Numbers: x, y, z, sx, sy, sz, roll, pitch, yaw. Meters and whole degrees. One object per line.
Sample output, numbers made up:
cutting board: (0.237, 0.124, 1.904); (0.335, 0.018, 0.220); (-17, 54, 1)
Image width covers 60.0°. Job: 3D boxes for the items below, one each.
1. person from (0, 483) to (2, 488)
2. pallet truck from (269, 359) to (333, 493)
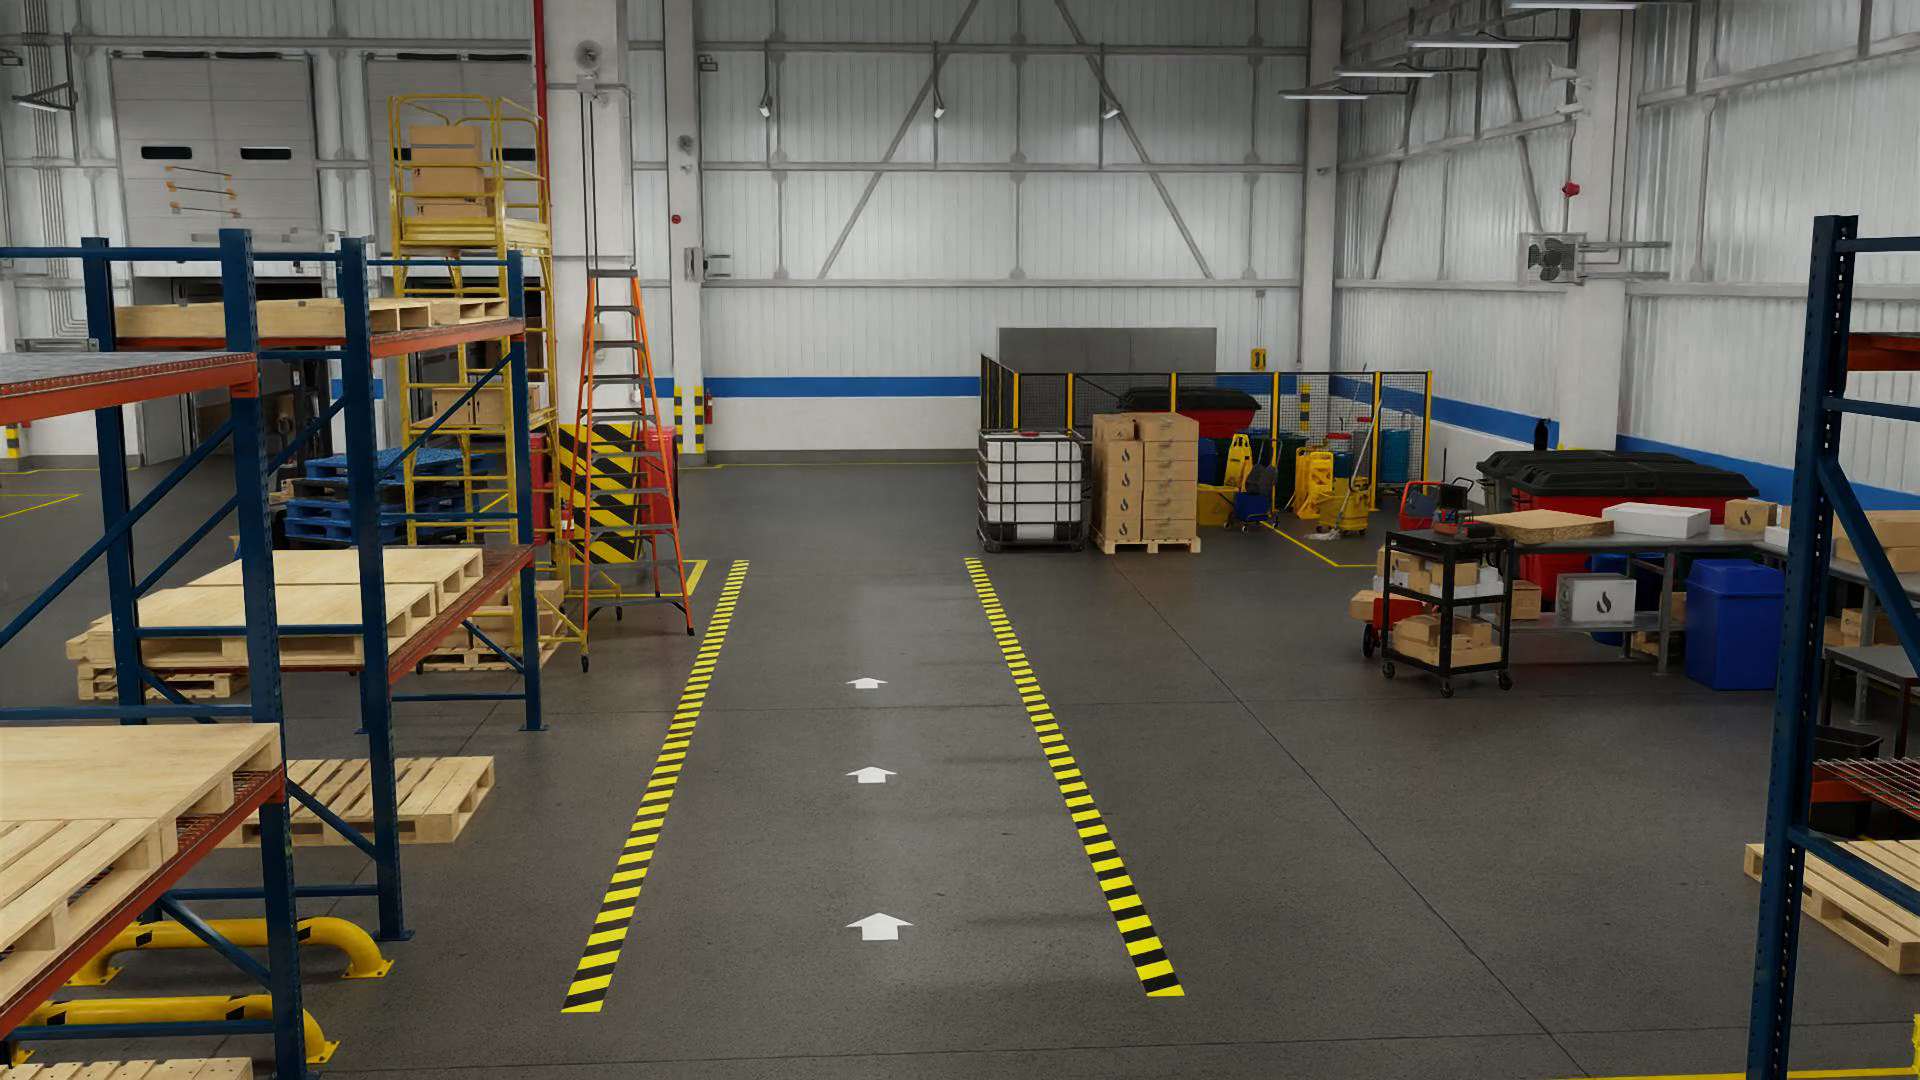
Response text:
person: (-13.211, -1.639, 22.414); (0.543, 1.929, 0.384); (7, 11, 37)
pallet truck: (-7.062, -1.131, 18.996); (1.885, 1.965, 0.823); (2, 9, 13)
